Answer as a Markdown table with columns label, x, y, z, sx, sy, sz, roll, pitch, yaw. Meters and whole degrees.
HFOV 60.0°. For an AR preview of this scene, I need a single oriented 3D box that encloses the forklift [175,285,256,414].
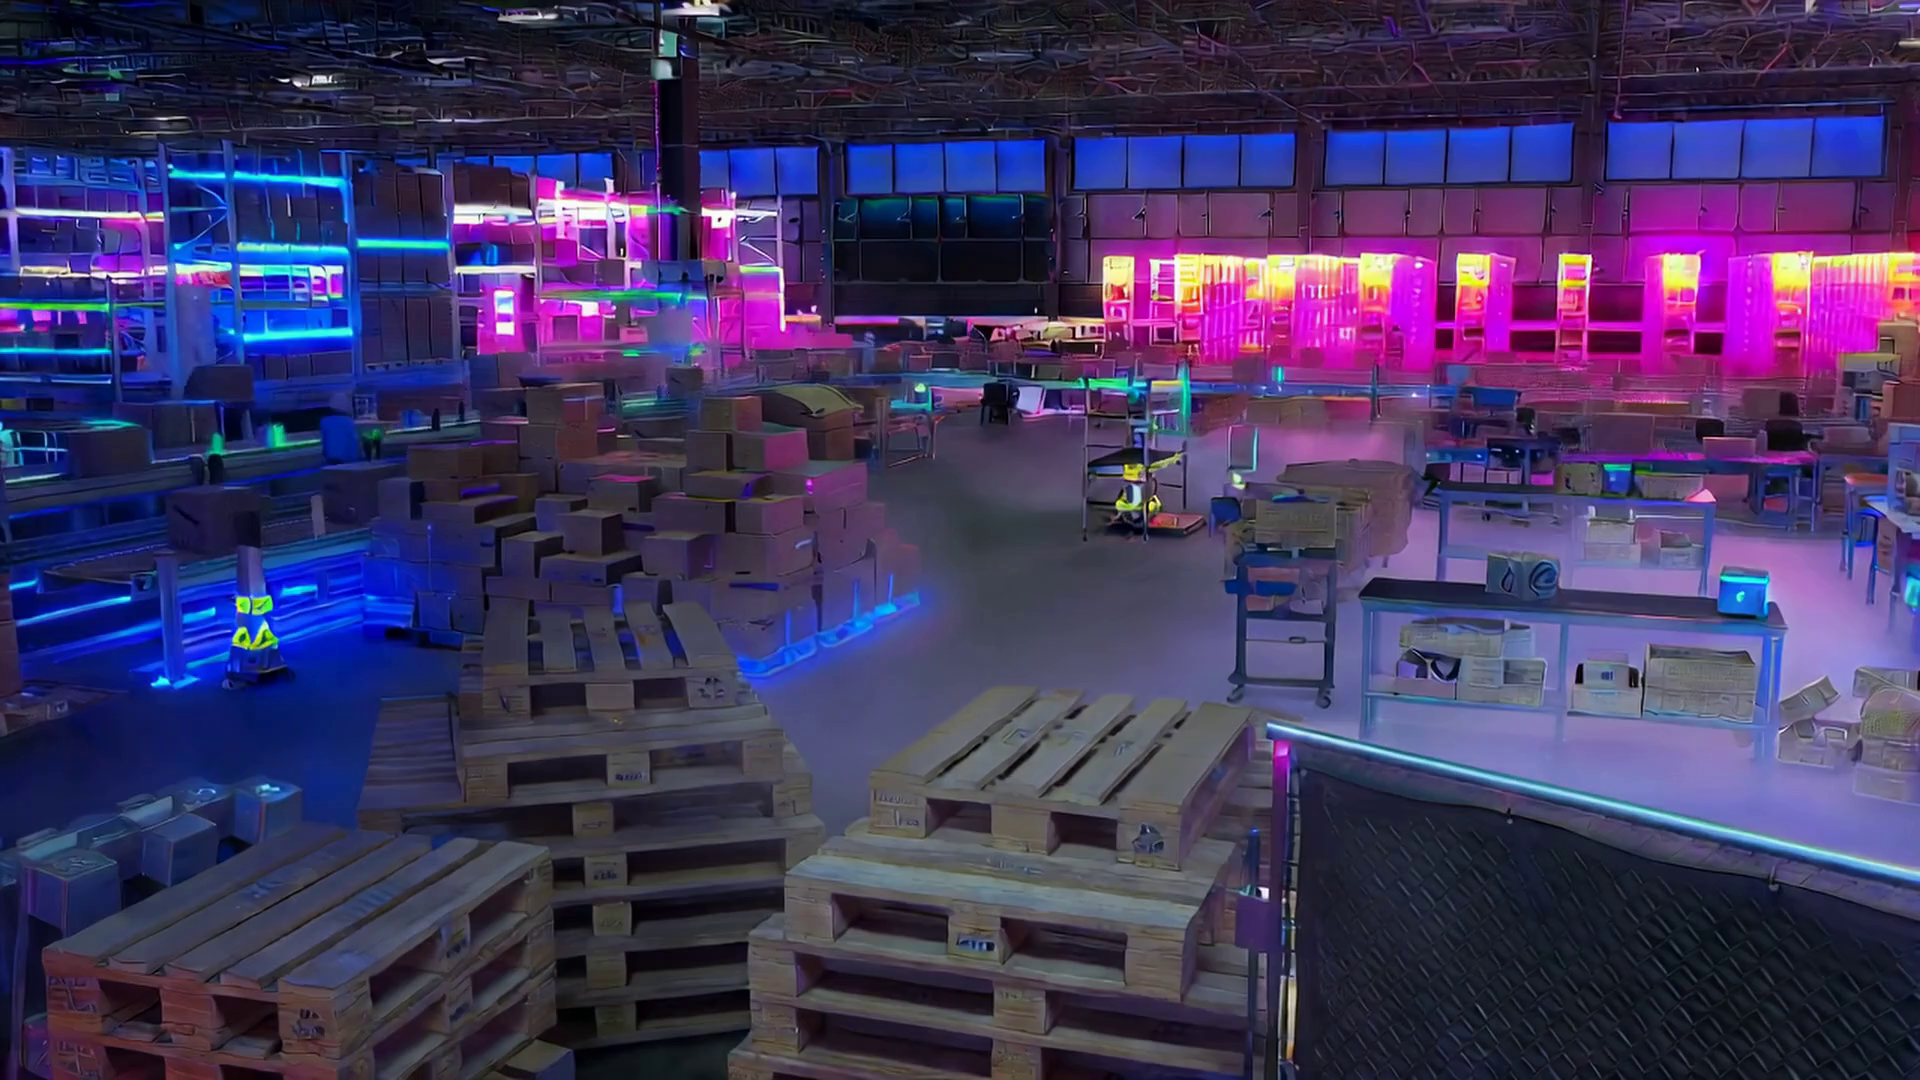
| label | x | y | z | sx | sy | sz | roll | pitch | yaw |
| --- | --- | --- | --- | --- | --- | --- | --- | --- | --- |
| forklift | -16.257 | -4.052 | 35.533 | 1.873 | 2.768 | 1.129 | 1 | 9 | 6 |

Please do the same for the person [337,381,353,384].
| label | x | y | z | sx | sy | sz | roll | pitch | yaw |
| --- | --- | --- | --- | --- | --- | --- | --- | --- | --- |
| person | -17.220 | -5.302 | 46.331 | 0.551 | 1.934 | 0.373 | -1 | 9 | -6 |

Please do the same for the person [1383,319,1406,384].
| label | x | y | z | sx | sy | sz | roll | pitch | yaw |
| --- | --- | --- | --- | --- | --- | --- | --- | --- | --- |
| person | 10.838 | -4.533 | 41.473 | 0.387 | 1.947 | 0.604 | -8 | 12 | -42 |

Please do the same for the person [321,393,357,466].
| label | x | y | z | sx | sy | sz | roll | pitch | yaw |
| --- | --- | --- | --- | --- | --- | --- | --- | --- | --- |
| person | -7.518 | -0.966 | 20.099 | 0.502 | 1.612 | 0.682 | 2 | 9 | 15 |

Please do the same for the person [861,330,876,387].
| label | x | y | z | sx | sy | sz | roll | pitch | yaw |
| --- | --- | --- | --- | --- | --- | --- | --- | --- | --- |
| person | -2.156 | -4.000 | 38.748 | 0.434 | 1.757 | 0.535 | 1 | 9 | 7 |

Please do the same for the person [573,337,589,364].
| label | x | y | z | sx | sy | sz | roll | pitch | yaw |
| --- | --- | --- | --- | --- | --- | --- | --- | --- | --- |
| person | -11.269 | -5.663 | 49.388 | 0.537 | 1.688 | 0.387 | 2 | 9 | 15 |

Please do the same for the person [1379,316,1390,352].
| label | x | y | z | sx | sy | sz | roll | pitch | yaw |
| --- | --- | --- | --- | --- | --- | --- | --- | --- | --- |
| person | 13.312 | -6.070 | 51.614 | 0.914 | 1.787 | 0.598 | 2 | 9 | 9 |

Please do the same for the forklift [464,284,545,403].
| label | x | y | z | sx | sy | sz | roll | pitch | yaw |
| --- | --- | --- | --- | --- | --- | --- | --- | --- | --- |
| forklift | -10.832 | -4.702 | 39.610 | 1.129 | 2.768 | 1.873 | 3 | 10 | 20 |

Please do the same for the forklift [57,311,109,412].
| label | x | y | z | sx | sy | sz | roll | pitch | yaw |
| --- | --- | --- | --- | --- | --- | --- | --- | --- | --- |
| forklift | -19.516 | -4.312 | 37.163 | 1.873 | 2.768 | 1.129 | 3 | 10 | 19 |

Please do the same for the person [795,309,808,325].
| label | x | y | z | sx | sy | sz | roll | pitch | yaw |
| --- | --- | --- | --- | --- | --- | --- | --- | --- | --- |
| person | -6.107 | -8.105 | 64.552 | 0.554 | 1.735 | 0.660 | 4 | 10 | 23 |

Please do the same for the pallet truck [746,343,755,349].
| label | x | y | z | sx | sy | sz | roll | pitch | yaw |
| --- | --- | --- | --- | --- | --- | --- | --- | --- | --- |
| pallet truck | -6.183 | -4.618 | 44.264 | 1.601 | 1.201 | 0.680 | -9 | 12 | -43 |

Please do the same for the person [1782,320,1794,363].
| label | x | y | z | sx | sy | sz | roll | pitch | yaw |
| --- | --- | --- | --- | --- | --- | --- | --- | --- | --- |
| person | 23.408 | -5.370 | 47.068 | 0.389 | 1.837 | 0.563 | 0 | 9 | 2 |

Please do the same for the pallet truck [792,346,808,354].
| label | x | y | z | sx | sy | sz | roll | pitch | yaw |
| --- | --- | --- | --- | --- | --- | --- | --- | --- | --- |
| pallet truck | -3.705 | -4.298 | 42.022 | 0.653 | 1.274 | 1.630 | 3 | 10 | 20 |
